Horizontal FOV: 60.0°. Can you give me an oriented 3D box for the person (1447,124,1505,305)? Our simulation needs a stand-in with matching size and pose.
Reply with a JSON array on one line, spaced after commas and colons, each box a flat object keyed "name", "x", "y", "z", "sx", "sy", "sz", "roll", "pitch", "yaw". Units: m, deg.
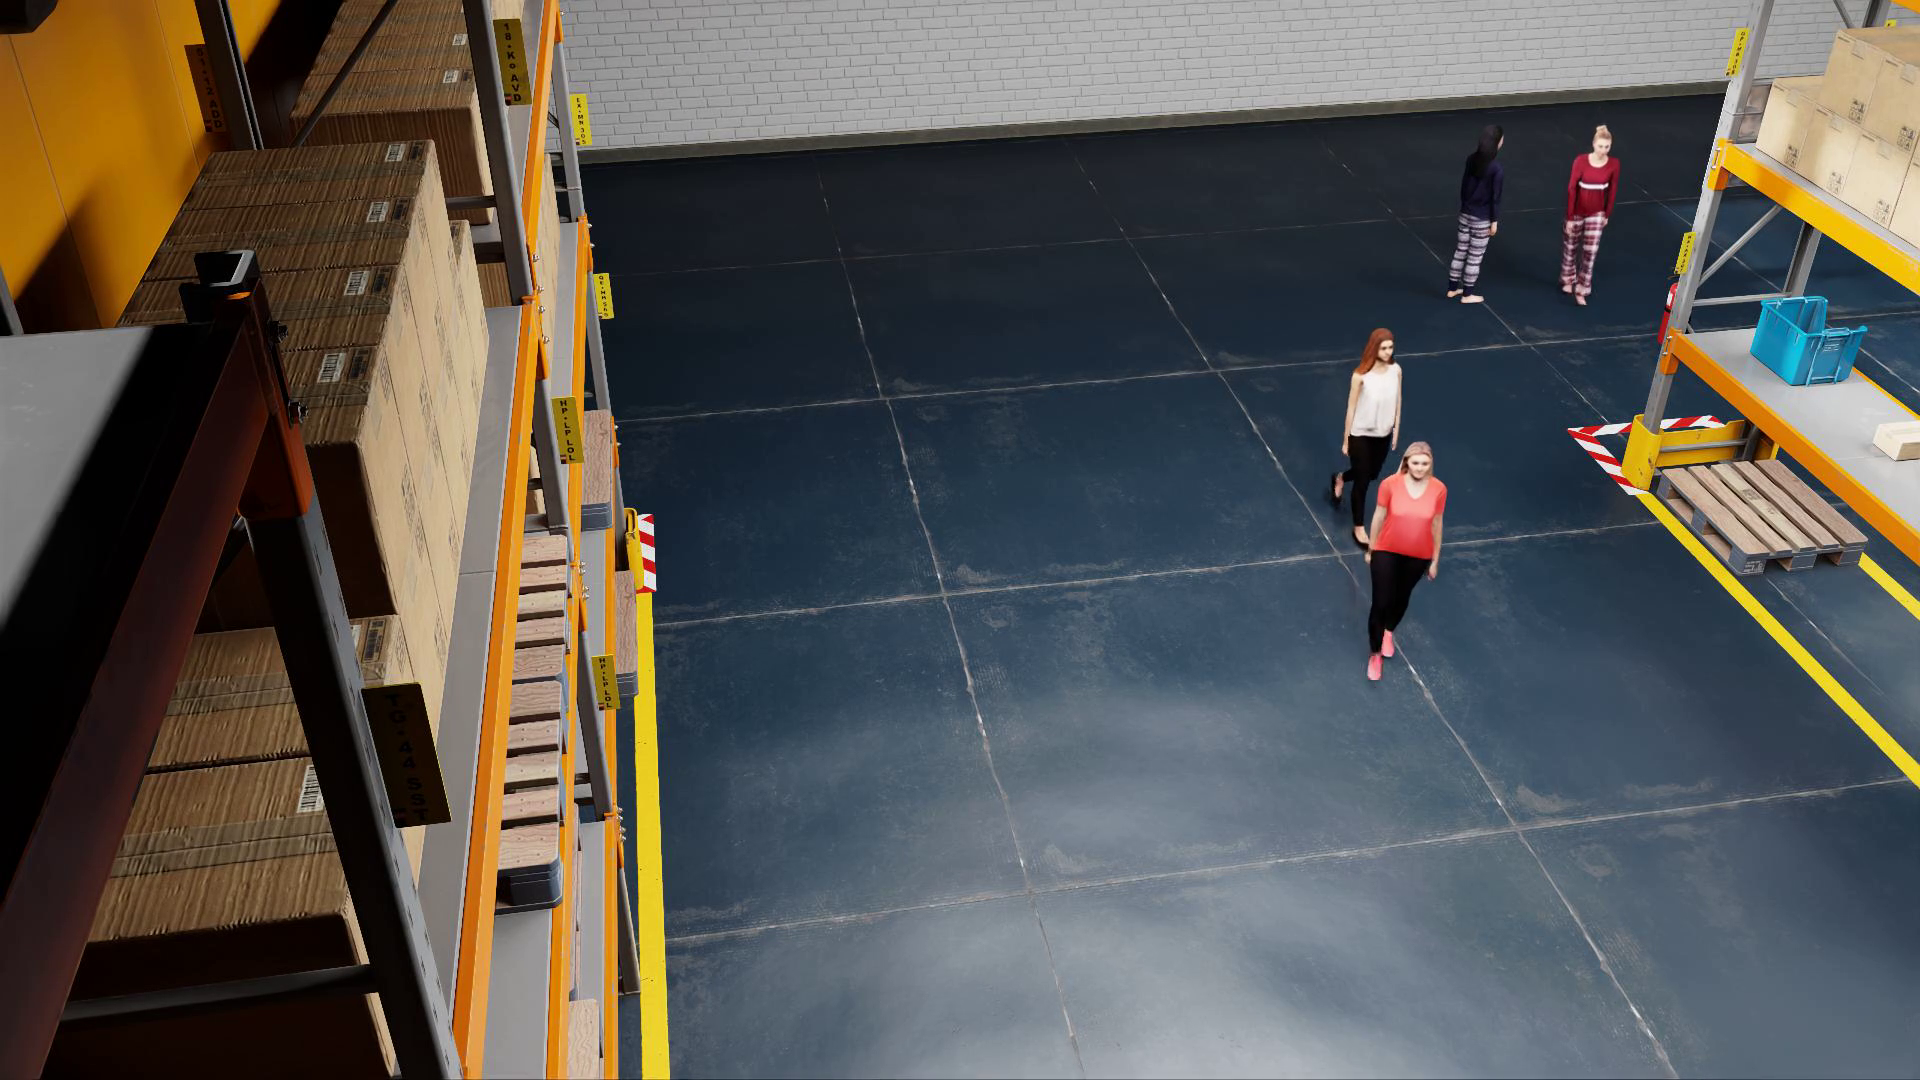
[{"name": "person", "x": 4.890, "y": -3.088, "z": 15.733, "sx": 0.729, "sy": 1.733, "sz": 0.565, "roll": -17, "pitch": 37, "yaw": -24}]

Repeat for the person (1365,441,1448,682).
[{"name": "person", "x": 2.926, "y": 0.049, "z": 11.063, "sx": 0.735, "sy": 1.679, "sz": 0.889, "roll": 3, "pitch": 34, "yaw": 4}]

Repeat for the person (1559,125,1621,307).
[{"name": "person", "x": 5.948, "y": -3.142, "z": 15.860, "sx": 0.794, "sy": 1.684, "sz": 0.924, "roll": 7, "pitch": 34, "yaw": 11}]

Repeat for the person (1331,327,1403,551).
[{"name": "person", "x": 2.995, "y": -0.815, "z": 12.343, "sx": 0.670, "sy": 1.701, "sz": 1.024, "roll": -10, "pitch": 35, "yaw": -15}]
